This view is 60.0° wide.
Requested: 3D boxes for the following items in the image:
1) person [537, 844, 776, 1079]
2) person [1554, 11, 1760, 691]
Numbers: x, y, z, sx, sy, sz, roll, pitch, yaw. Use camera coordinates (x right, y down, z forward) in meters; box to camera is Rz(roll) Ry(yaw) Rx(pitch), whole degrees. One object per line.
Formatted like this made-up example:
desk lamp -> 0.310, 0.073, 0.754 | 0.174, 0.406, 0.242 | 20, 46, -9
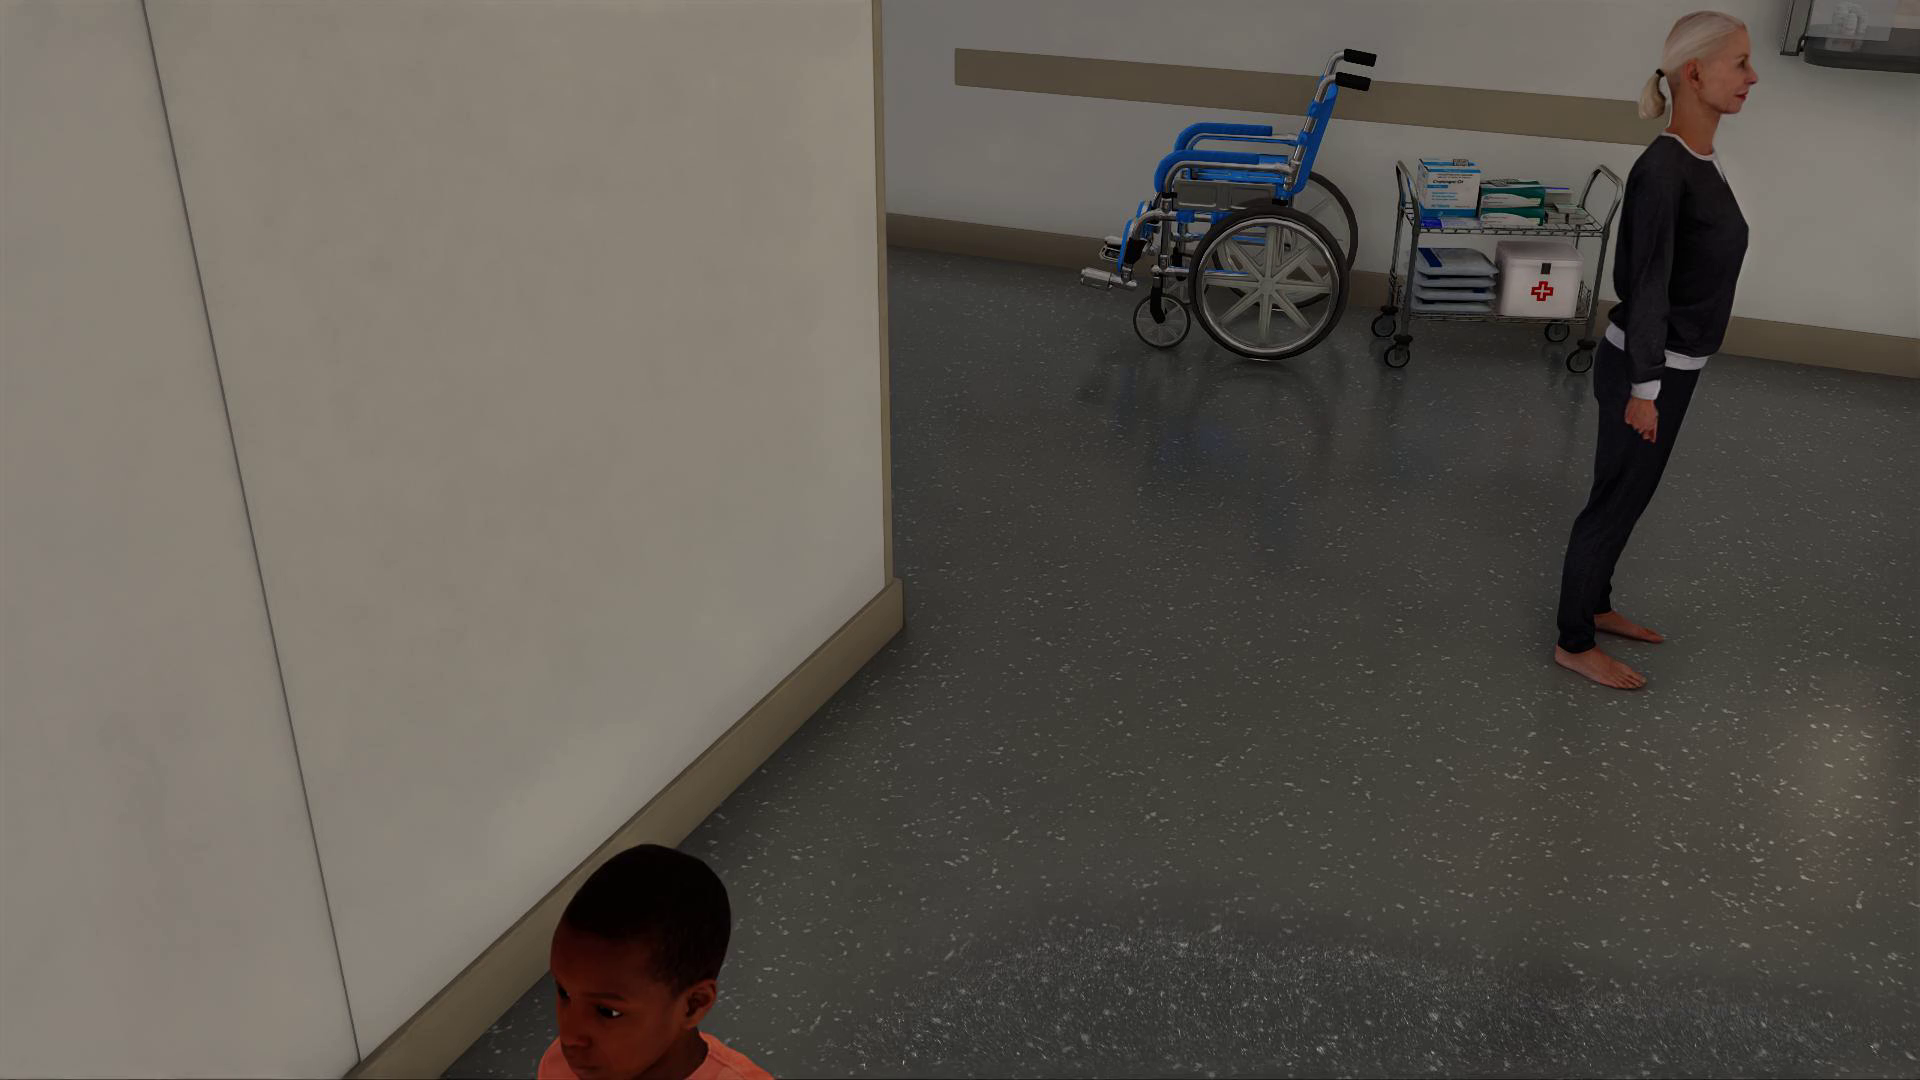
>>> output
person -> -0.313, 0.910, 1.909 | 0.492, 1.310, 0.457 | 11, 28, 22
person -> 1.790, -0.479, 4.310 | 0.677, 1.727, 0.482 | 14, 29, 27
